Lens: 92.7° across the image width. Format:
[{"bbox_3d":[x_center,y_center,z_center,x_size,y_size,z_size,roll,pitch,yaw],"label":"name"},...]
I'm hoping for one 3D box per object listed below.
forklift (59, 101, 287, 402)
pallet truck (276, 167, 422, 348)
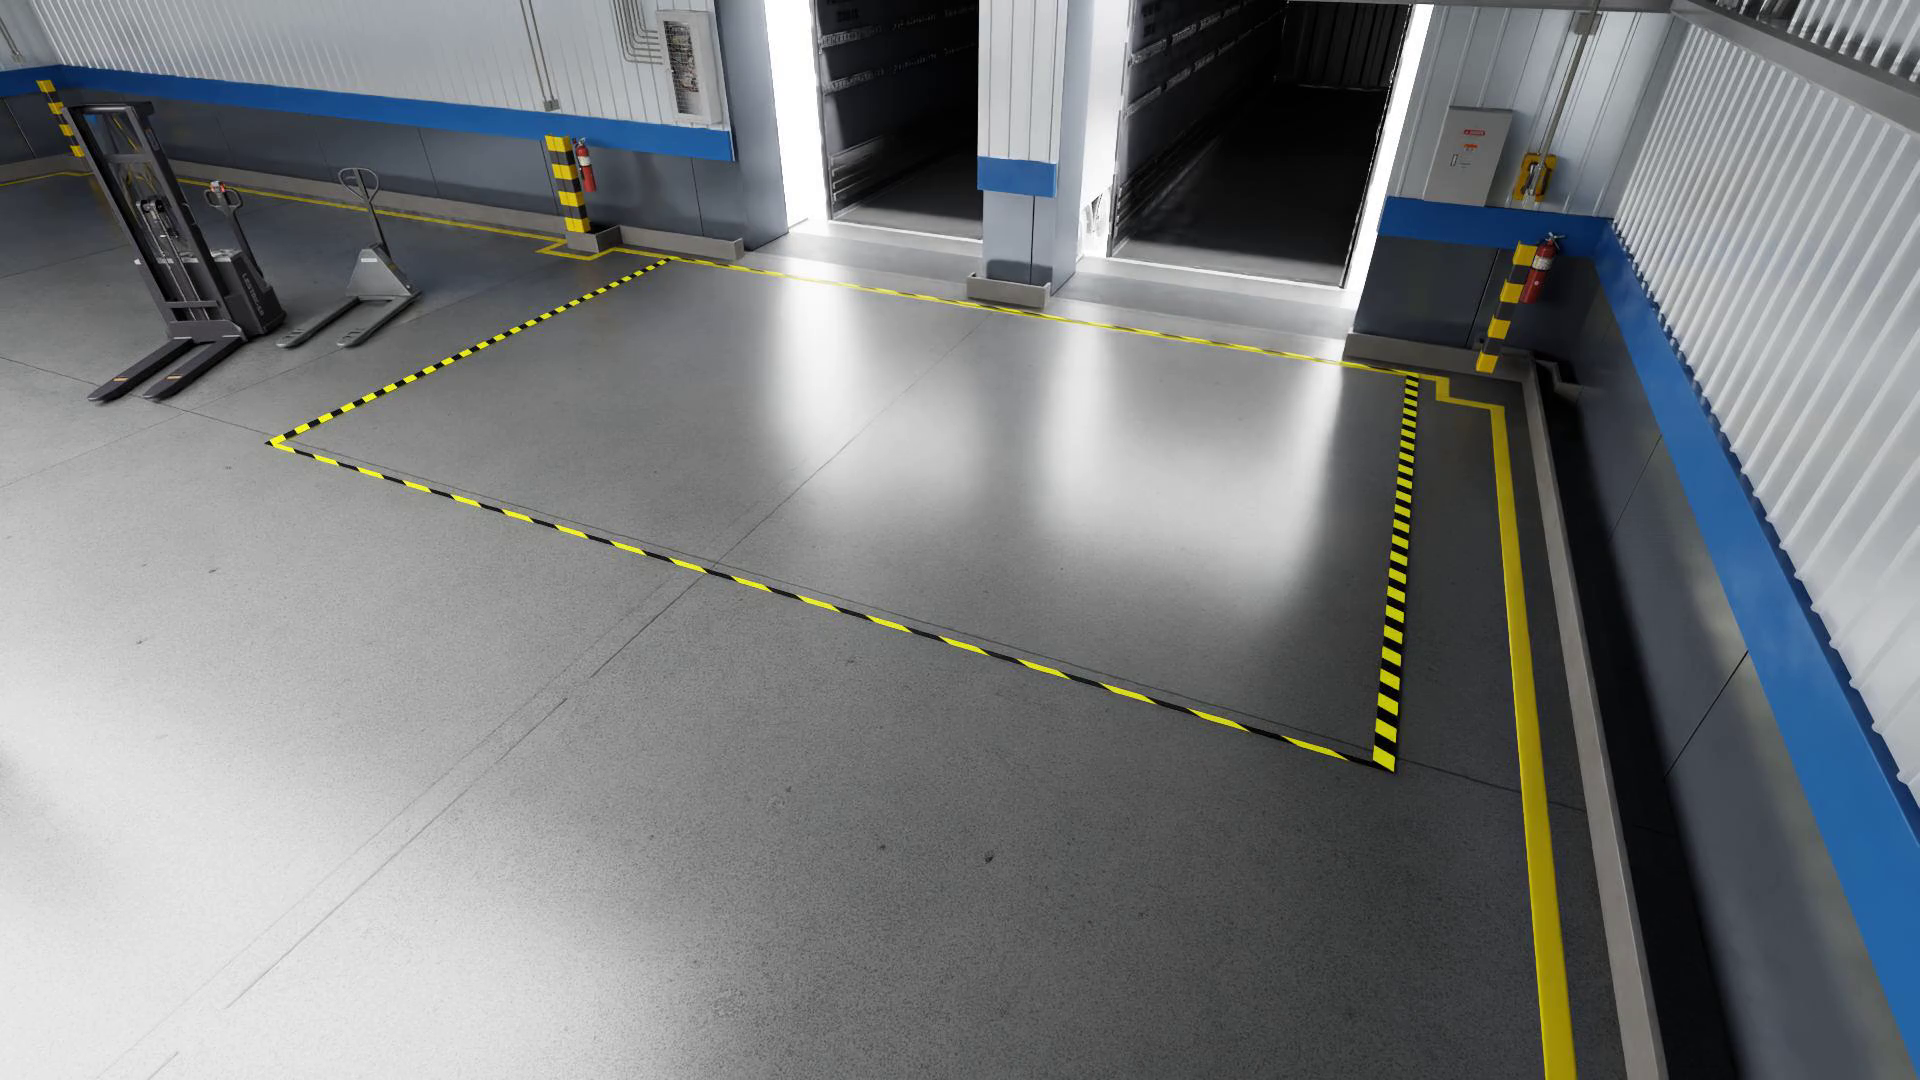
[{"bbox_3d":[-6.686,-2.387,7.434,0.823,1.965,1.885,-3,35,-5],"label":"forklift"},{"bbox_3d":[-5.732,-2.611,8.414,0.680,1.201,1.601,-1,35,-1],"label":"pallet truck"}]
